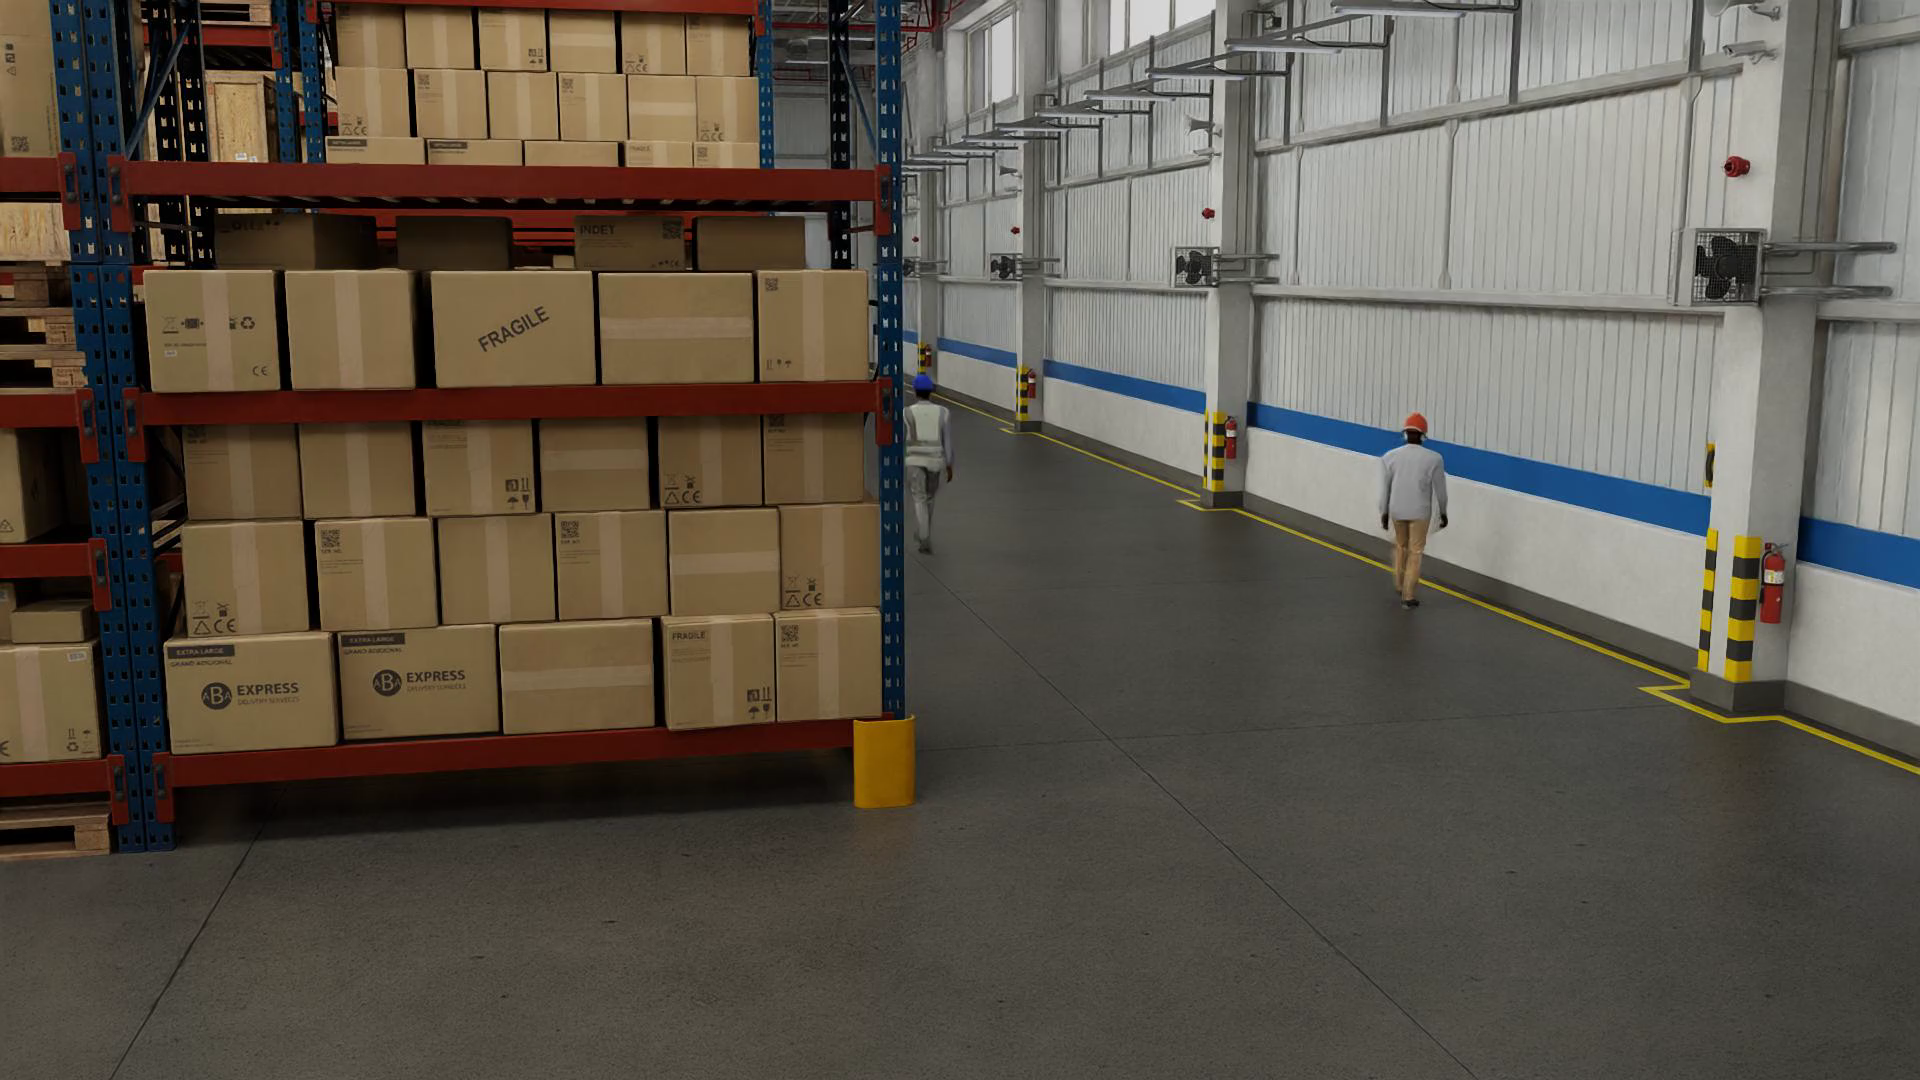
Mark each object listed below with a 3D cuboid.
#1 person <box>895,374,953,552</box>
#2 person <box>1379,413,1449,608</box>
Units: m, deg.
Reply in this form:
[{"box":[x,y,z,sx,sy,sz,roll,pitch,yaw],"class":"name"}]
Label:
[{"box":[-0.395,-0.840,17.941,0.625,1.896,1.035,-3,10,-16],"class":"person"},{"box":[4.114,-0.274,14.975,0.571,1.729,0.694,7,12,37],"class":"person"}]
